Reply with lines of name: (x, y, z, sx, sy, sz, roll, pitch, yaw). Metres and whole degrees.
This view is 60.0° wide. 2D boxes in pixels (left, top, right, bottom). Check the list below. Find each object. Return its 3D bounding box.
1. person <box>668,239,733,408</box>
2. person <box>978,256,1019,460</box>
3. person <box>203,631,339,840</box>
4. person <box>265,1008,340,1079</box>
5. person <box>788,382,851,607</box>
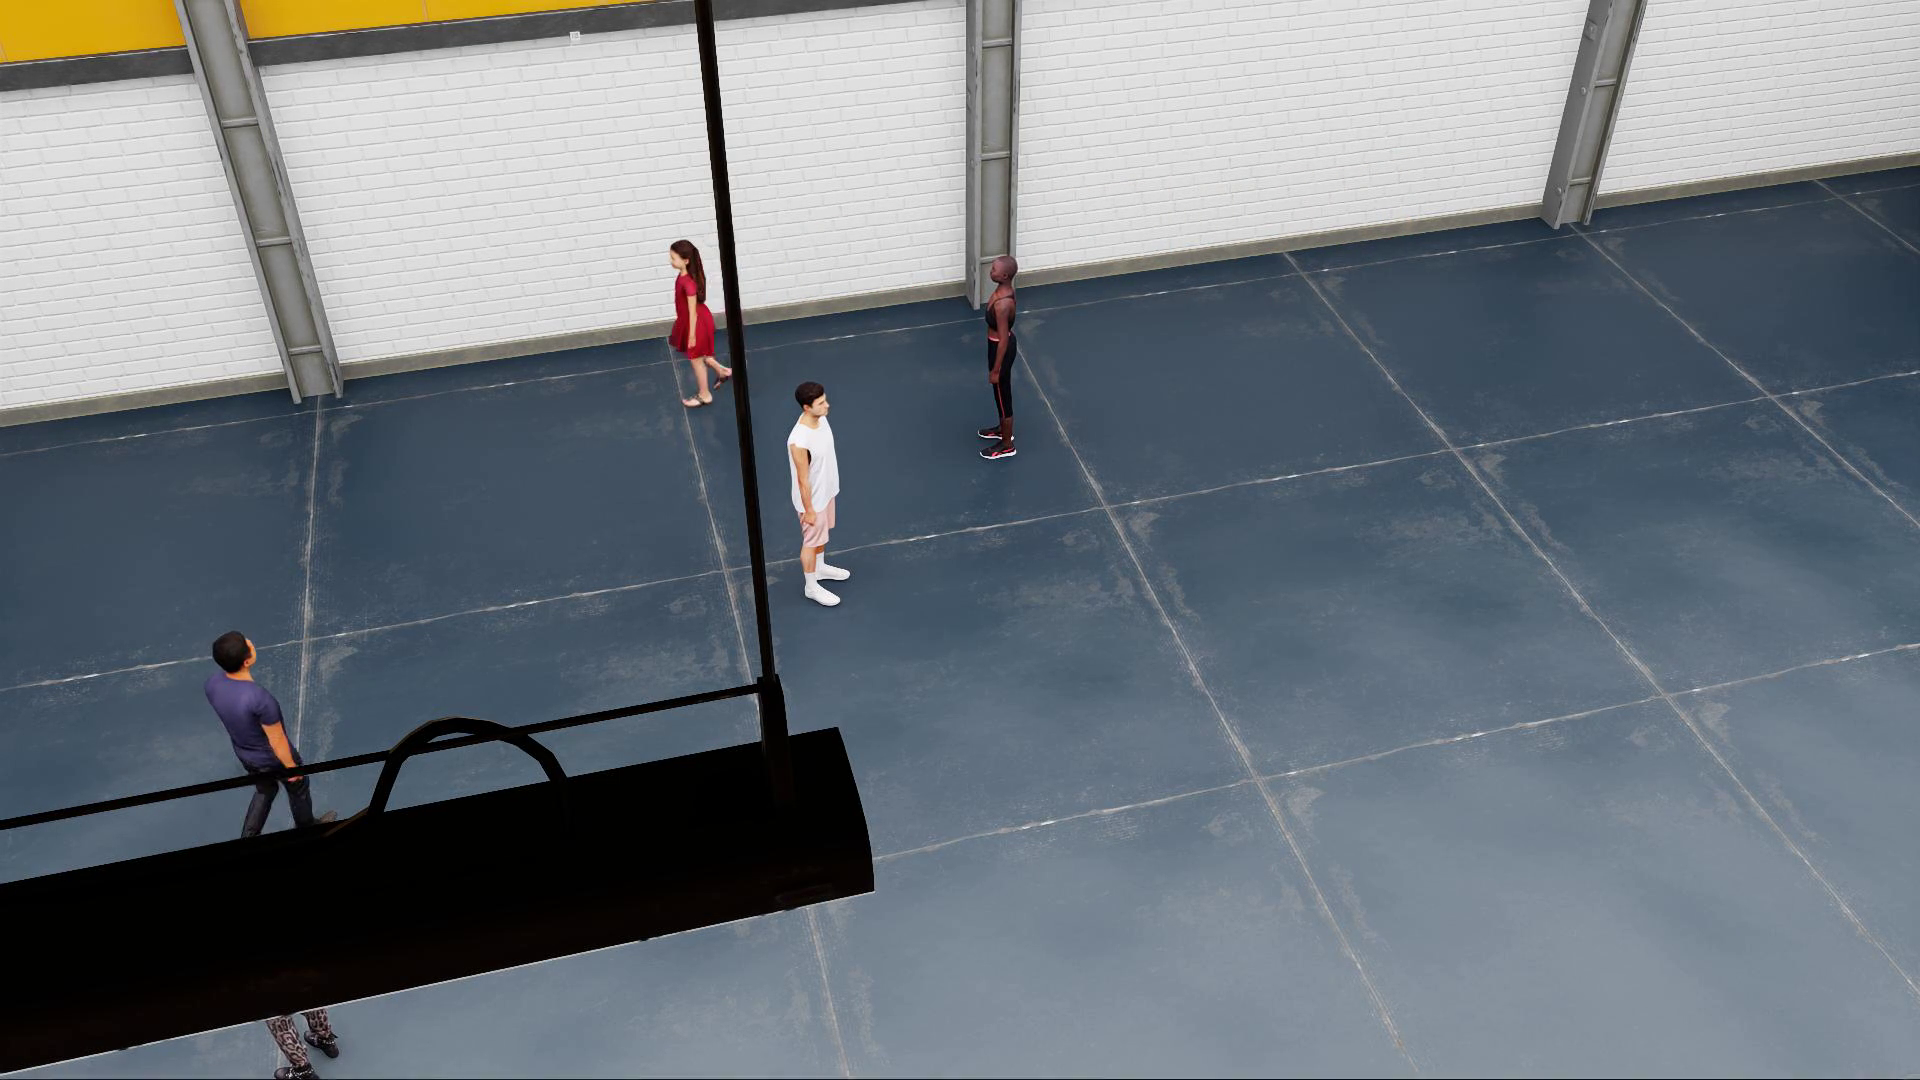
person: (-2.117, -1.800, 13.709, 0.731, 1.541, 0.550, -8, 39, -10)
person: (0.340, -1.457, 13.104, 0.608, 1.758, 0.634, 0, 39, 0)
person: (-4.107, 1.283, 9.662, 1.039, 1.773, 1.050, 15, 41, 18)
person: (-3.541, 2.204, 8.556, 0.729, 1.714, 0.684, 14, 41, 16)
person: (-1.030, -0.354, 11.699, 0.729, 1.789, 0.726, 8, 39, 10)
